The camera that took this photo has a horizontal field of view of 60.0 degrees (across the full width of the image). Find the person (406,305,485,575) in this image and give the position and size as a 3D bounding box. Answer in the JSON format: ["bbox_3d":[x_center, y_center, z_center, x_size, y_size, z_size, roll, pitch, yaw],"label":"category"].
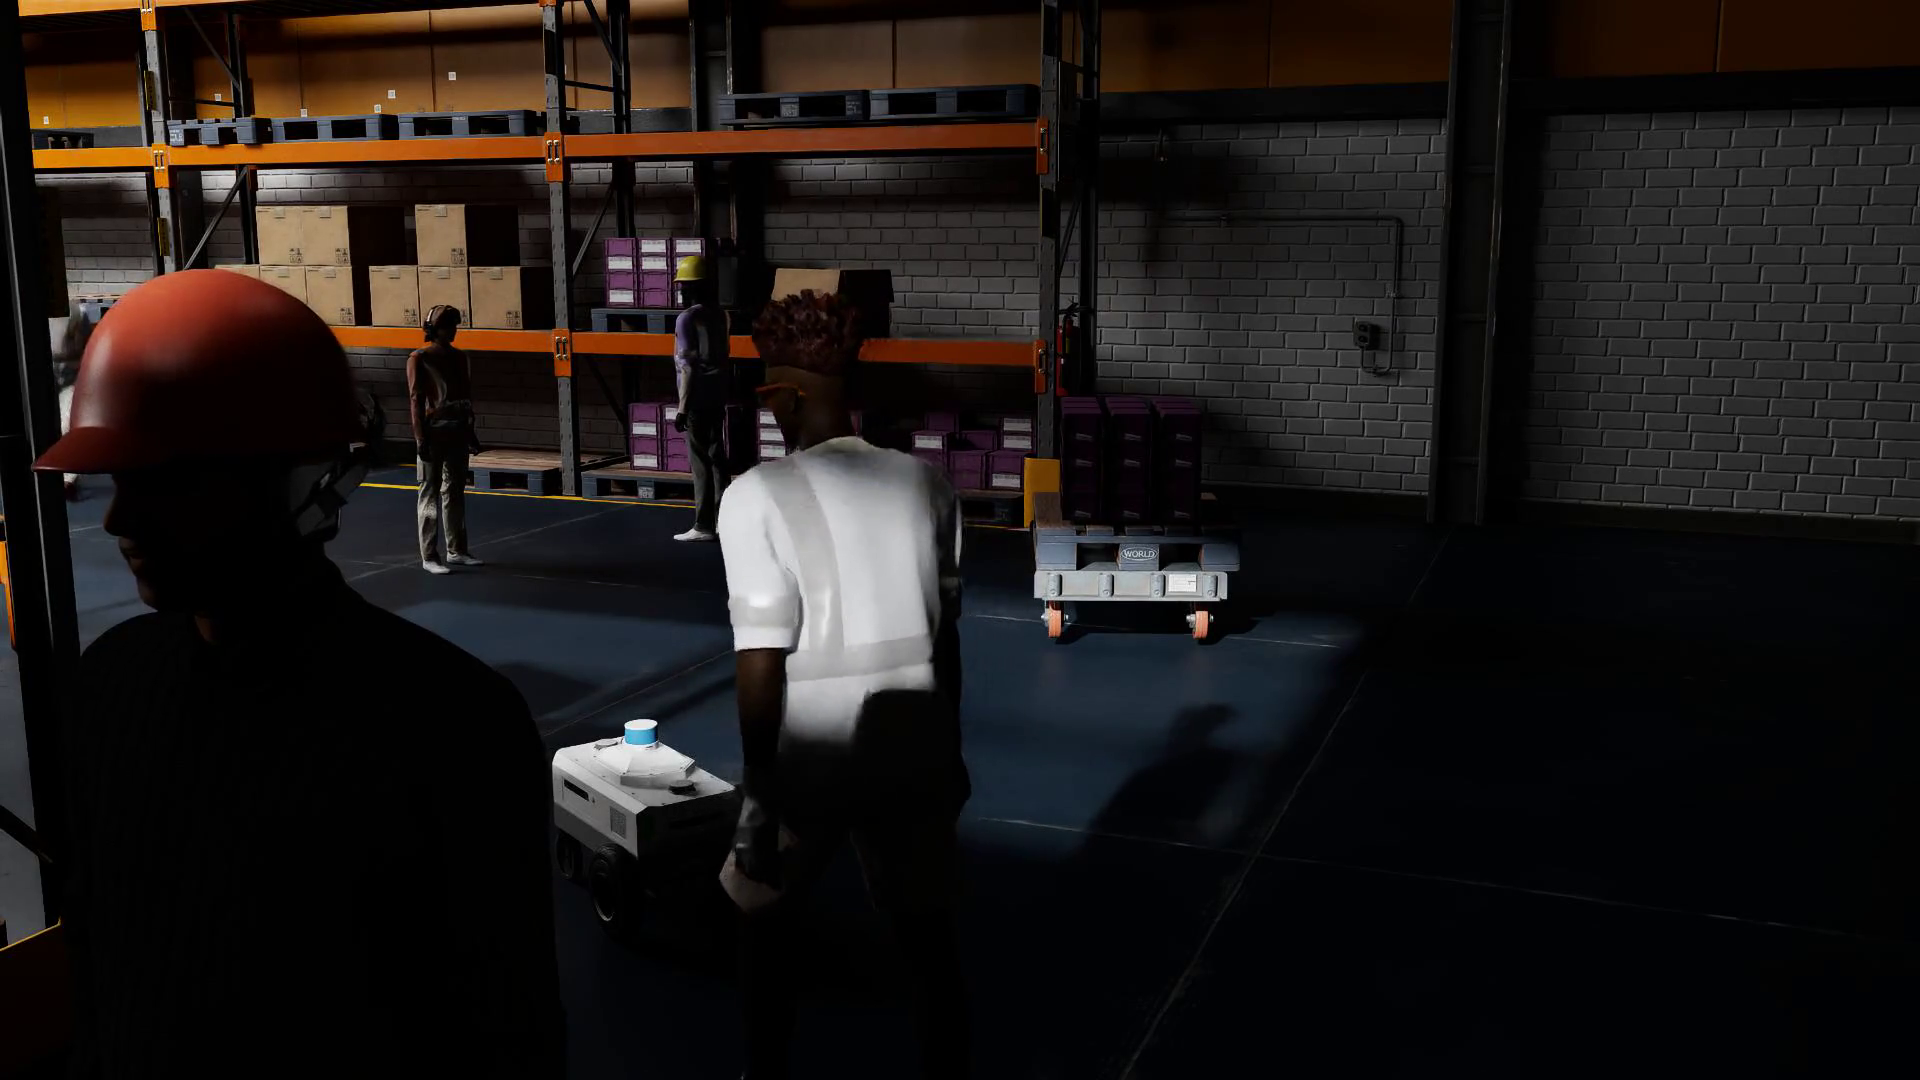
[{"bbox_3d":[-3.166,-0.620,10.224,0.311,1.642,0.513,5,11,25],"label":"person"}]

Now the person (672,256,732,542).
[{"bbox_3d":[-1.760,-0.947,11.249,0.372,1.925,0.595,4,11,20],"label":"person"}]

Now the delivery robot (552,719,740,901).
[{"bbox_3d":[-0.973,0.795,5.109,0.477,0.478,0.707,-7,13,-36],"label":"delivery robot"}]

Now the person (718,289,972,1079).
[{"bbox_3d":[-0.273,0.445,3.539,0.640,1.923,0.749,-9,13,-40],"label":"person"}]

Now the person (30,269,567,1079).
[{"bbox_3d":[-0.698,0.723,1.758,0.613,1.994,0.381,4,11,21],"label":"person"}]

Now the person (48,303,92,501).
[{"bbox_3d":[-7.118,-1.238,13.135,0.621,1.831,1.013,-3,11,-17],"label":"person"}]
